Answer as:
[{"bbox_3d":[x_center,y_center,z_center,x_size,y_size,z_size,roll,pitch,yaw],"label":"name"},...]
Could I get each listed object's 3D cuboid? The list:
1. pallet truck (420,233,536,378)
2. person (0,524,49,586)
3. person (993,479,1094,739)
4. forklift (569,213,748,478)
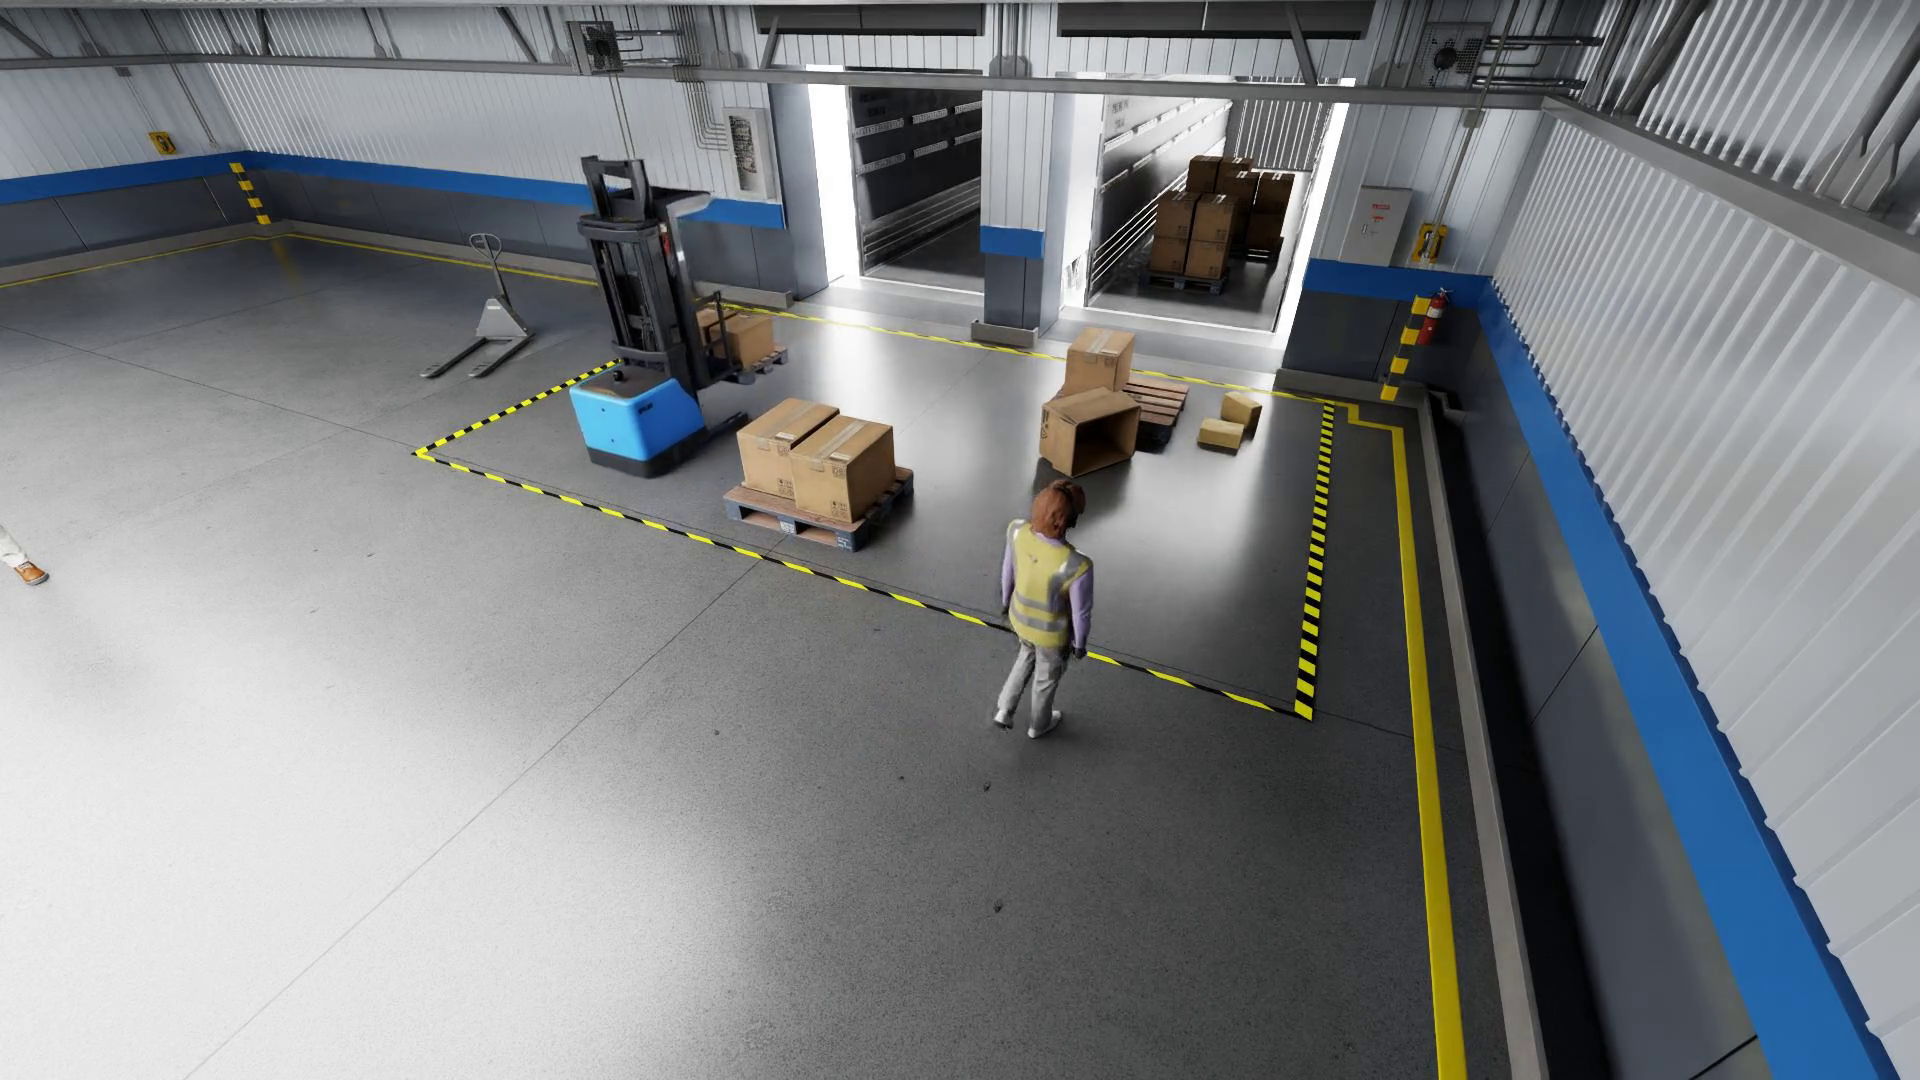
[{"bbox_3d":[-5.664,-2.712,8.427,0.680,1.201,1.601,0,35,-1],"label":"pallet truck"},{"bbox_3d":[-6.762,-0.449,4.639,0.382,1.946,0.613,22,41,28],"label":"person"},{"bbox_3d":[0.393,0.436,3.666,0.449,1.624,0.531,-29,45,-35],"label":"person"},{"bbox_3d":[-2.806,-1.621,6.204,0.716,2.013,0.776,15,38,20],"label":"forklift"}]
